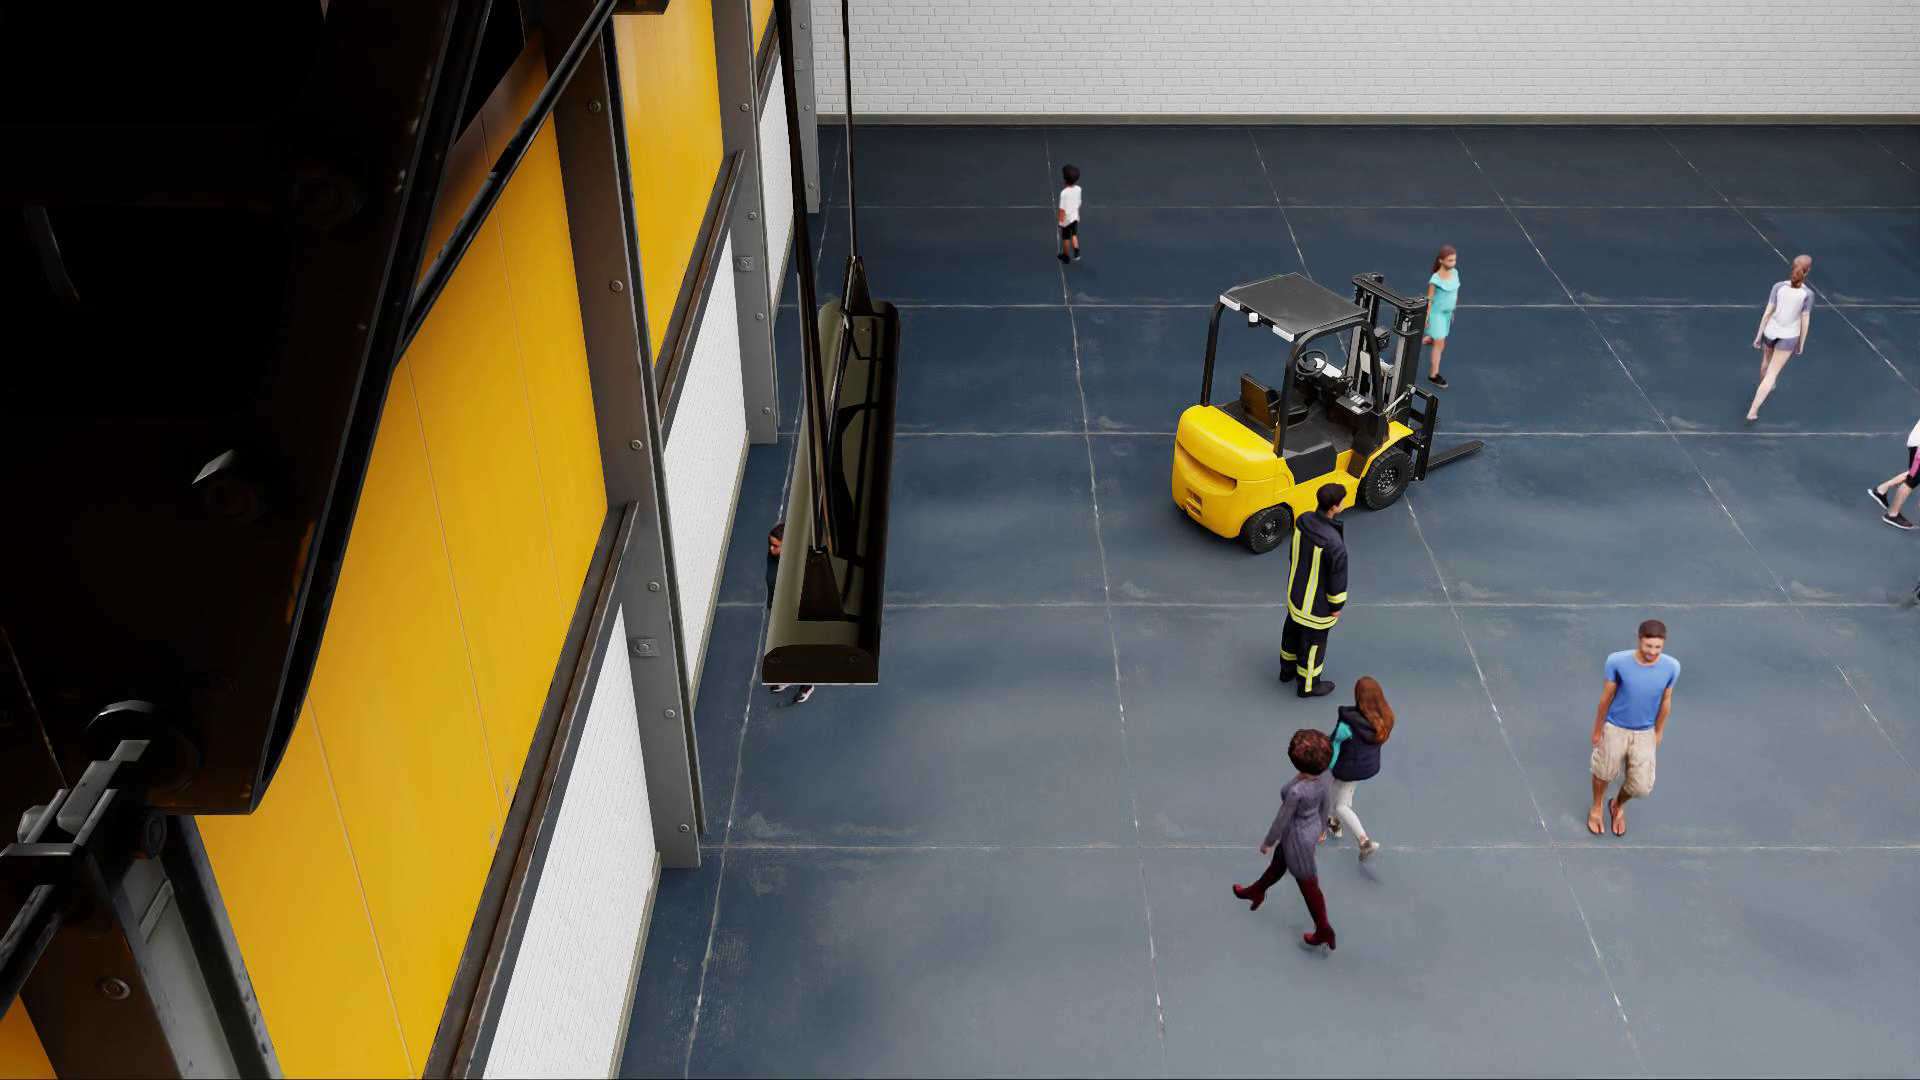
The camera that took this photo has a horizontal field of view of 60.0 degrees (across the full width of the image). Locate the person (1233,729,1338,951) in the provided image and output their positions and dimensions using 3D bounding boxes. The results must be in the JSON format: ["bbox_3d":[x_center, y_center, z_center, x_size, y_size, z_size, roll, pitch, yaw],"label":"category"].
[{"bbox_3d":[2.296,2.011,10.862,1.082,1.670,1.058,25,41,33],"label":"person"}]

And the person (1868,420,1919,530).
[{"bbox_3d":[8.727,-0.917,15.182,0.915,1.766,0.856,24,40,31],"label":"person"}]

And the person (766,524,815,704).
[{"bbox_3d":[-1.331,0.561,13.096,0.712,1.614,0.755,22,39,29],"label":"person"}]

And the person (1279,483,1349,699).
[{"bbox_3d":[2.787,0.379,13.085,0.938,1.928,0.779,-14,36,-20],"label":"person"}]

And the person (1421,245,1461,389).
[{"bbox_3d":[5.031,-2.416,17.637,0.882,1.544,0.992,-23,40,-30],"label":"person"}]

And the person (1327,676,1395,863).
[{"bbox_3d":[2.782,1.613,11.630,0.838,1.482,0.954,-20,38,-27],"label":"person"}]

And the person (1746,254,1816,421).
[{"bbox_3d":[8.294,-2.014,16.877,1.088,1.715,1.185,26,41,33],"label":"person"}]

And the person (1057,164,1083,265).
[{"bbox_3d":[1.368,-3.925,20.167,0.642,1.256,0.707,-22,39,-29],"label":"person"}]

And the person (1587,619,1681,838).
[{"bbox_3d":[4.738,1.266,11.816,0.729,1.855,0.735,8,34,12],"label":"person"}]
